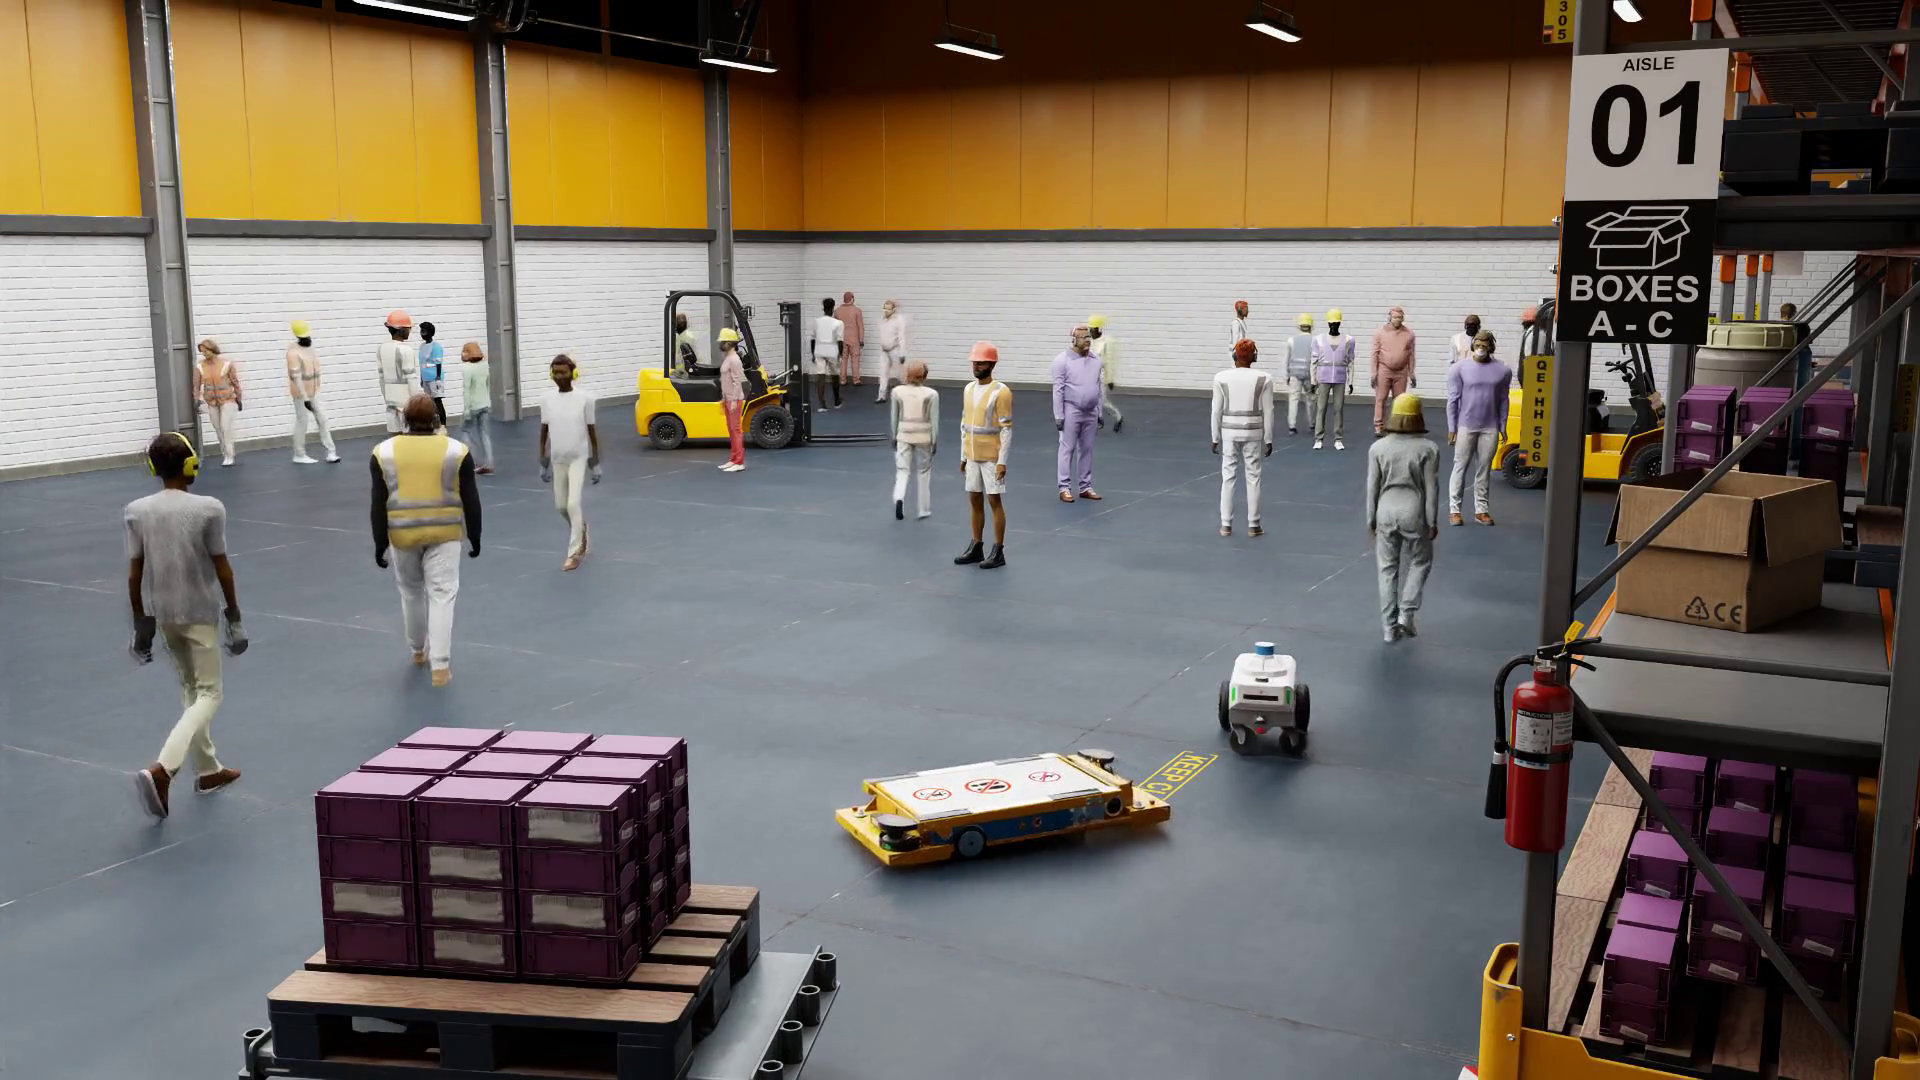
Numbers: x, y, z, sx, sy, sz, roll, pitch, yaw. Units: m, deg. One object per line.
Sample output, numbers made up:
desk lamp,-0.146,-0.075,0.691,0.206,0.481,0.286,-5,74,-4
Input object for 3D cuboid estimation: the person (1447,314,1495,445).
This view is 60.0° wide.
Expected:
person,7.127,-2.231,23.248,0.624,1.835,0.430,4,10,20

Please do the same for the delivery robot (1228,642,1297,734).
delivery robot,1.663,0.803,9.109,0.477,0.478,0.707,2,10,13

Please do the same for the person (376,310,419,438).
person,-6.286,-1.561,18.763,0.606,2.044,0.374,7,12,35

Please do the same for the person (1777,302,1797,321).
person,12.515,-2.644,25.336,0.354,1.936,0.635,-2,10,-9

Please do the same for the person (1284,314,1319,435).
person,5.110,-2.464,24.767,0.613,1.779,0.945,5,11,26

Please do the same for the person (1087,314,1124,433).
person,2.058,-2.391,24.265,0.670,1.805,0.594,-7,12,-35

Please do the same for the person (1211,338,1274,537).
person,2.679,-0.968,15.789,0.587,1.882,0.342,3,10,15

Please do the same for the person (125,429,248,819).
person,-3.765,0.395,8.031,0.525,1.845,0.785,2,10,10

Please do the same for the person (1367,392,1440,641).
person,3.071,-0.159,11.517,0.505,1.730,0.353,6,11,29

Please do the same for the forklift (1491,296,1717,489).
forklift,7.296,-1.677,18.993,2.313,2.155,1.214,5,11,27

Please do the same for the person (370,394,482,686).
person,-3.376,-0.025,10.586,0.658,1.793,0.939,-2,10,-12

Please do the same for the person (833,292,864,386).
person,-2.217,-4.051,33.568,0.643,1.910,0.411,4,11,22

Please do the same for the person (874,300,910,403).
person,-1.181,-3.394,29.920,0.643,1.863,0.876,8,12,38

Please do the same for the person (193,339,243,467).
person,-9.313,-1.713,20.884,0.532,1.606,0.667,0,10,-2

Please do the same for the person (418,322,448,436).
person,-7.737,-2.351,24.364,0.537,1.694,0.320,9,14,44

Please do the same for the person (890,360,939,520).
person,-0.469,-0.989,16.658,0.516,1.622,0.657,2,10,11

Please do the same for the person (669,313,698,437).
person,-3.979,-2.393,24.223,0.528,1.823,0.640,-3,10,-19

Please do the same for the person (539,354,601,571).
person,-3.345,-0.690,14.348,0.528,1.840,0.781,1,10,8

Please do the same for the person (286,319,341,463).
person,-8.201,-1.862,21.036,0.809,1.860,0.667,5,11,25

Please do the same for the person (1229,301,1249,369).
person,4.720,-3.089,28.070,0.350,1.882,0.583,3,10,17

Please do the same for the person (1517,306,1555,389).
person,7.811,-2.195,22.441,0.542,2.000,0.705,1,10,3

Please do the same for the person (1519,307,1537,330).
person,7.895,-2.249,23.049,0.377,1.938,0.547,4,11,21

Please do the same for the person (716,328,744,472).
person,-2.834,-1.722,20.517,0.336,1.763,0.549,-3,10,-16

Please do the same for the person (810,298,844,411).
person,-2.263,-3.166,28.450,0.613,1.917,0.968,1,10,7

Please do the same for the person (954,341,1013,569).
person,0.198,-0.729,14.235,0.347,1.942,0.549,-10,14,-44

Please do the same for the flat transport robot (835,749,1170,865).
flat transport robot,0.200,1.225,7.758,1.431,0.197,0.652,-5,11,-25

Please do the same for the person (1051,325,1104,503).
person,1.300,-1.368,18.032,0.643,1.912,0.408,-6,12,-33

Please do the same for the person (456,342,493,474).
person,-5.911,-1.588,20.154,0.517,1.614,0.523,4,10,20

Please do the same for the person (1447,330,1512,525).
person,5.117,-1.104,16.426,0.629,1.937,0.376,0,10,-2

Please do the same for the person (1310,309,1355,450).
person,5.093,-2.193,22.751,0.594,1.926,0.367,1,10,8

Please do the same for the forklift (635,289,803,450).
forklift,-3.358,-2.392,23.136,2.313,2.155,1.214,-1,10,-5

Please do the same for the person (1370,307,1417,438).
person,6.333,-2.433,24.250,0.696,1.899,0.429,0,10,-1
